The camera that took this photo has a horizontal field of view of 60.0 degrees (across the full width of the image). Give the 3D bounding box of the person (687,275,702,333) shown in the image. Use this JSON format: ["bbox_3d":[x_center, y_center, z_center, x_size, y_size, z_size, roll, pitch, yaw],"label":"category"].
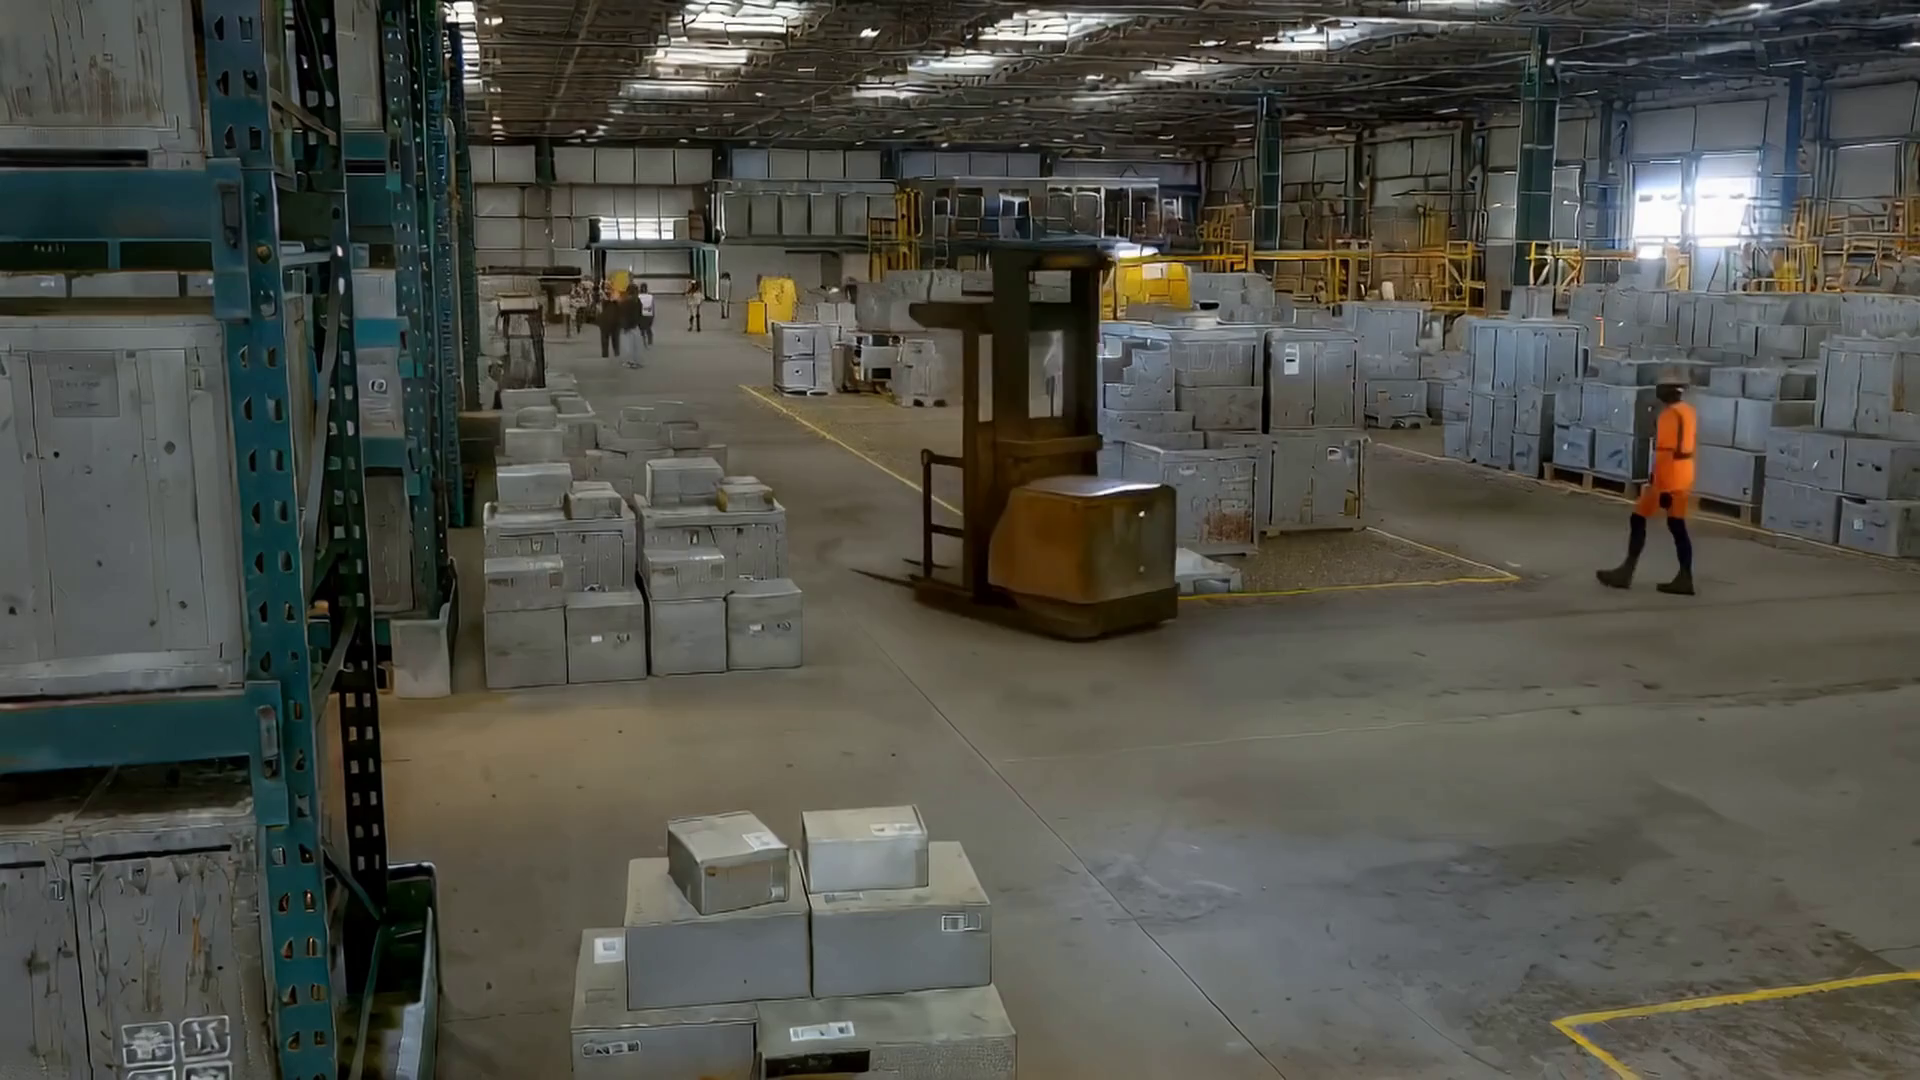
[{"bbox_3d":[-8.879,-7.881,55.493,0.542,1.930,0.375,3,11,18],"label":"person"}]

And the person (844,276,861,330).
[{"bbox_3d":[-3.637,-7.956,56.039,0.817,1.894,0.600,8,13,38],"label":"person"}]

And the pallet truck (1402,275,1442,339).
[{"bbox_3d":[14.620,-7.324,52.145,0.823,1.965,1.885,8,13,40],"label":"pallet truck"}]

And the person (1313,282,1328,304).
[{"bbox_3d":[11.958,-7.722,55.283,0.532,1.689,0.321,8,13,38],"label":"person"}]

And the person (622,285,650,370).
[{"bbox_3d":[-7.542,-4.959,38.875,0.821,1.949,0.634,3,11,19],"label":"person"}]

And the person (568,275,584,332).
[{"bbox_3d":[-12.915,-7.952,55.928,0.572,1.914,0.589,-5,11,-25],"label":"person"}]

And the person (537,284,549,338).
[{"bbox_3d":[-13.142,-7.223,52.452,0.319,1.690,0.538,2,10,14],"label":"person"}]

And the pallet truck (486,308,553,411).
[{"bbox_3d":[-6.242,-2.418,24.362,0.823,1.965,1.885,1,10,3],"label":"pallet truck"}]

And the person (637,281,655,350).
[{"bbox_3d":[-8.692,-6.178,45.899,0.440,1.908,0.613,9,13,41],"label":"person"}]

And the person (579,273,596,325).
[{"bbox_3d":[-13.643,-8.809,60.792,0.719,1.918,0.391,1,10,6],"label":"person"}]

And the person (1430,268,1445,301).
[{"bbox_3d":[21.809,-11.478,75.949,0.636,1.884,0.977,-1,10,-4],"label":"person"}]

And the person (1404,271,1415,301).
[{"bbox_3d":[19.747,-10.920,73.034,0.650,1.813,0.619,-3,10,-17],"label":"person"}]

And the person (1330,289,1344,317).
[{"bbox_3d":[8.828,-4.901,38.780,0.349,1.877,0.577,-7,12,-34],"label":"person"}]

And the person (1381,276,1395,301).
[{"bbox_3d":[14.310,-7.863,55.472,0.629,1.912,0.942,-7,12,-34],"label":"person"}]

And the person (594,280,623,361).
[{"bbox_3d":[-8.789,-5.513,41.770,0.682,2.000,0.535,-8,13,-37],"label":"person"}]

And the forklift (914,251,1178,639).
[{"bbox_3d":[0.674,-0.802,12.713,1.129,2.768,1.873,-9,13,-41],"label":"forklift"}]

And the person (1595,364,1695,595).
[{"bbox_3d":[5.758,-0.510,13.834,0.879,1.898,0.561,10,14,43],"label":"person"}]

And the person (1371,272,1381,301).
[{"bbox_3d":[18.509,-11.065,74.073,0.441,1.734,0.483,-8,13,-39],"label":"person"}]

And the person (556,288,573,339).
[{"bbox_3d":[-12.245,-7.008,51.551,0.517,1.607,0.847,-2,10,-13],"label":"person"}]

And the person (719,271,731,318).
[{"bbox_3d":[-9.473,-9.881,67.004,0.521,1.865,0.328,-4,11,-22],"label":"person"}]

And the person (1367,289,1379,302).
[{"bbox_3d":[9.224,-4.686,37.445,0.400,1.919,0.582,3,11,18],"label":"person"}]

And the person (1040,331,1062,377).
[{"bbox_3d":[2.124,-4.380,36.620,0.871,1.593,0.534,-6,12,-30],"label":"person"}]
